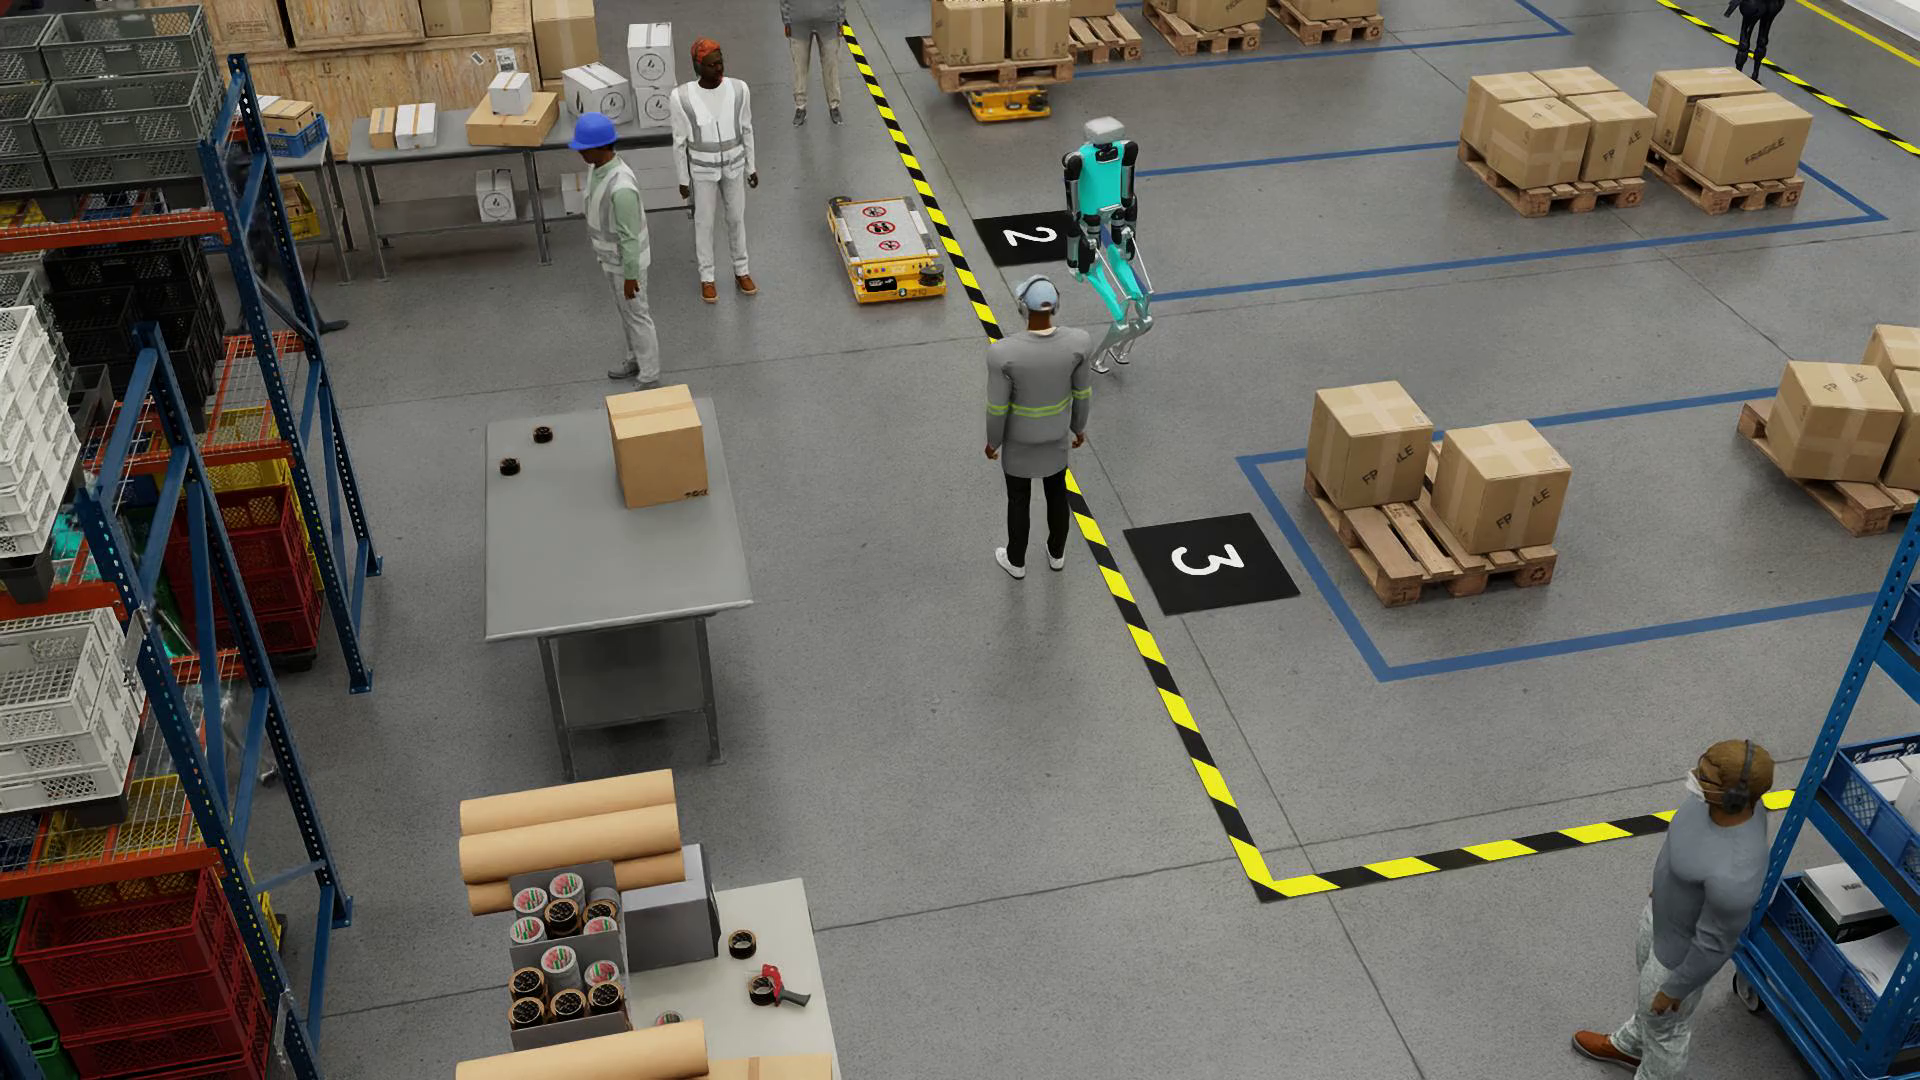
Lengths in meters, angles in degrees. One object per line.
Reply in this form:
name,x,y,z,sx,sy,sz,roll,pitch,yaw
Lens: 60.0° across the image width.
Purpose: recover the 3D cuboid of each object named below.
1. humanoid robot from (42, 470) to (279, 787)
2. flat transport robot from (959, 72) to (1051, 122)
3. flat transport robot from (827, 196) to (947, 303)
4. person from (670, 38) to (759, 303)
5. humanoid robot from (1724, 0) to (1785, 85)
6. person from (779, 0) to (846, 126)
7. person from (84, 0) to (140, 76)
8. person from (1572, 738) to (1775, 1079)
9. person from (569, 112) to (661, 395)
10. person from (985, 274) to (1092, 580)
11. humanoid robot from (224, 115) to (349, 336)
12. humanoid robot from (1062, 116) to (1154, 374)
humanoid robot,-3.667,0.530,7.689,0.821,1.874,0.555,10,38,14
flat transport robot,0.327,-4.194,15.167,0.652,0.197,1.431,-8,37,-10
flat transport robot,-0.570,-2.220,12.538,0.659,0.231,1.431,-8,37,-10
person,-1.704,-2.584,11.672,0.582,1.883,0.347,-14,39,-19
humanoid robot,7.197,-4.893,14.938,0.599,1.656,0.315,-15,39,-19
person,-1.256,-4.449,14.275,0.567,1.769,0.397,-4,37,-5
person,-7.667,-5.060,15.070,0.606,1.798,0.542,4,37,5
person,2.668,1.471,6.178,0.371,1.940,0.627,10,38,14
person,-2.172,-1.800,10.577,0.417,1.939,0.605,-16,40,-21
person,0.408,-0.610,9.047,0.596,1.851,0.384,-10,38,-13
humanoid robot,-4.731,-2.090,11.239,0.788,1.645,0.615,-14,39,-18
humanoid robot,1.009,-1.817,10.654,0.533,1.675,0.735,-19,41,-23
